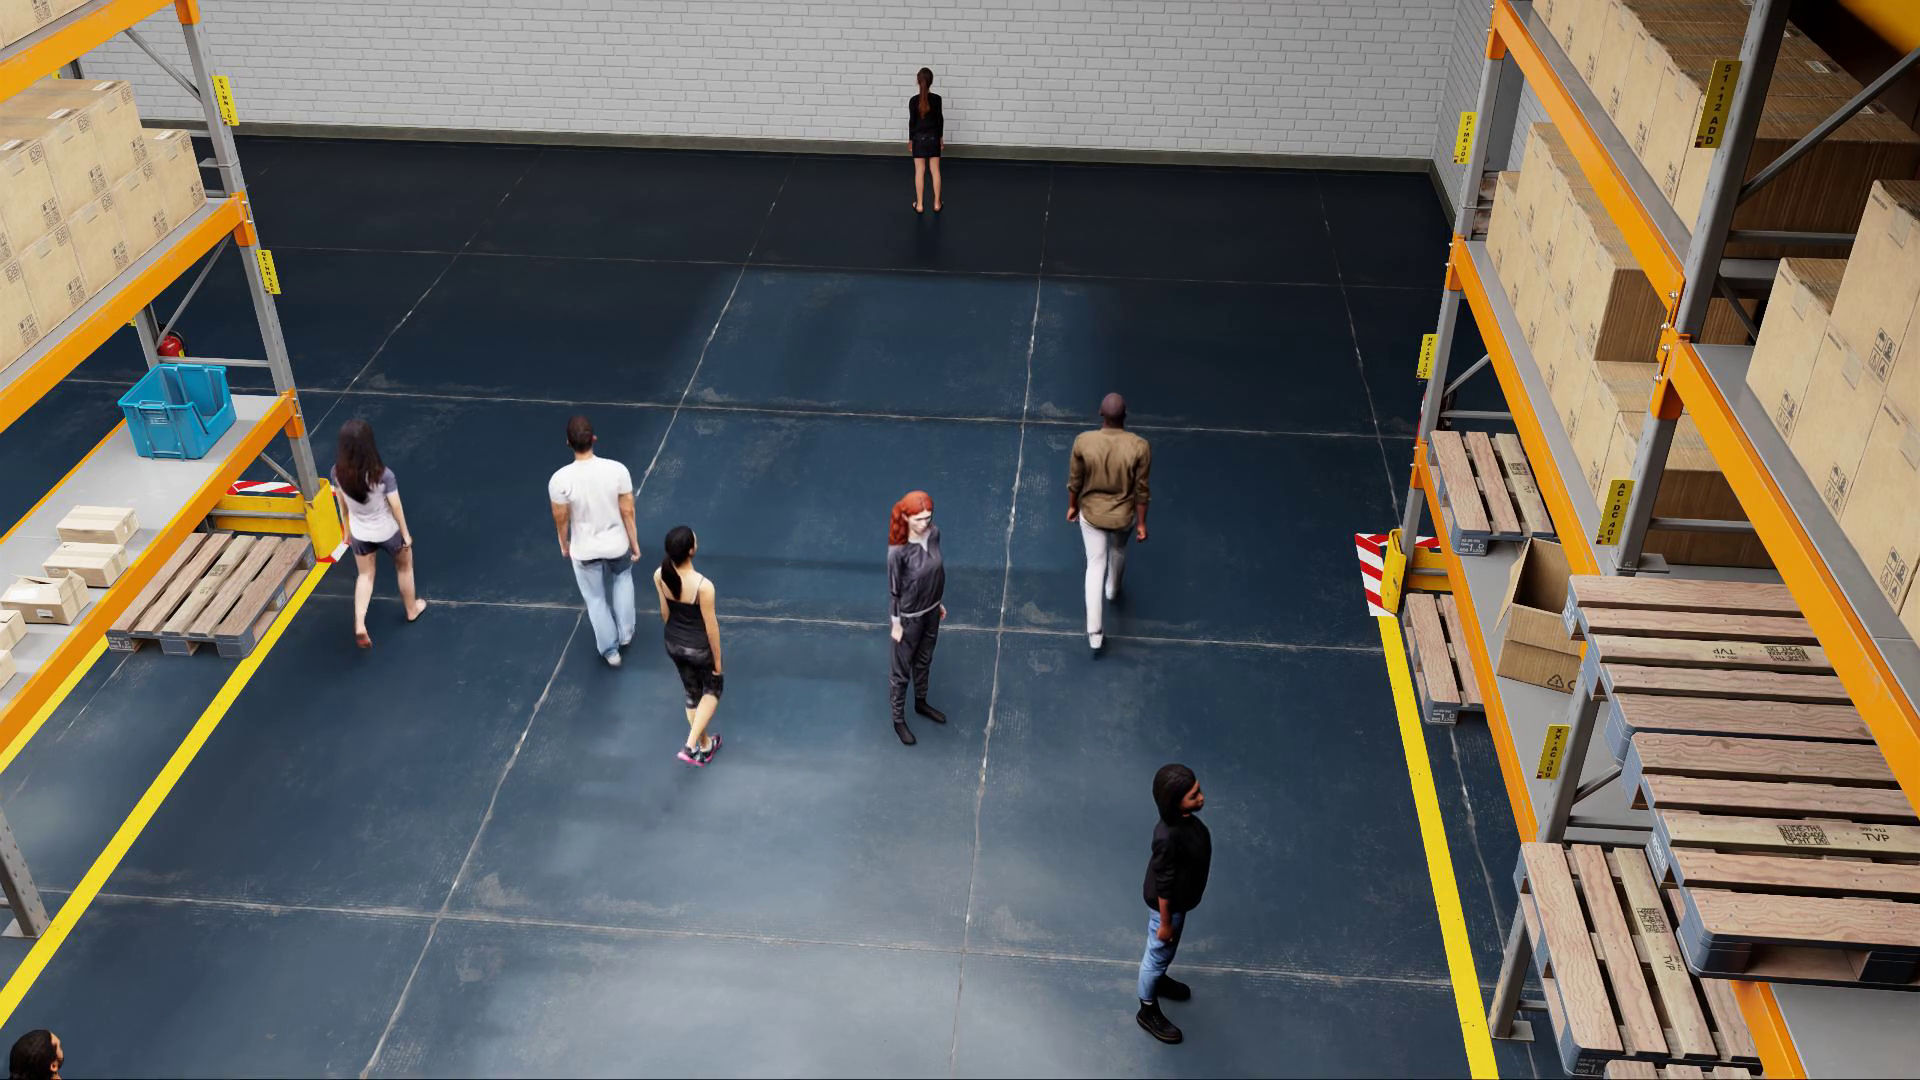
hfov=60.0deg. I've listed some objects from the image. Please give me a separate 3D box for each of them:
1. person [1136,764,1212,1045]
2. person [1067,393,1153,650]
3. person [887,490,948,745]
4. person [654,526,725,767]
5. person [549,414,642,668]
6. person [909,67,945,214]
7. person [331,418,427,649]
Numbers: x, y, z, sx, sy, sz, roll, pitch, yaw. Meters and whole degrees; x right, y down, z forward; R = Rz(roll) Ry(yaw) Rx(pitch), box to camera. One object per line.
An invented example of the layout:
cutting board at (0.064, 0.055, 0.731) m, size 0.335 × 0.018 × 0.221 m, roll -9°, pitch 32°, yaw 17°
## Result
person at (1.059, 1.810, 8.444) m, size 0.666 × 1.702 × 0.535 m, roll 10°, pitch 35°, yaw 14°
person at (0.981, -0.095, 11.240) m, size 0.729 × 1.780 × 1.141 m, roll 4°, pitch 34°, yaw 6°
person at (-0.284, 0.456, 10.410) m, size 0.712 × 1.782 × 0.628 m, roll 28°, pitch 43°, yaw 35°
person at (-1.669, 0.711, 10.086) m, size 0.679 × 1.714 × 0.808 m, roll 12°, pitch 35°, yaw 17°
person at (-2.360, 0.062, 10.941) m, size 0.803 × 1.850 × 0.825 m, roll -11°, pitch 35°, yaw -16°
person at (-0.358, -4.271, 17.726) m, size 0.586 × 1.555 × 0.608 m, roll -5°, pitch 34°, yaw -7°
person at (-3.969, -0.026, 11.221) m, size 0.585 × 1.687 × 0.950 m, roll 3°, pitch 34°, yaw 5°
